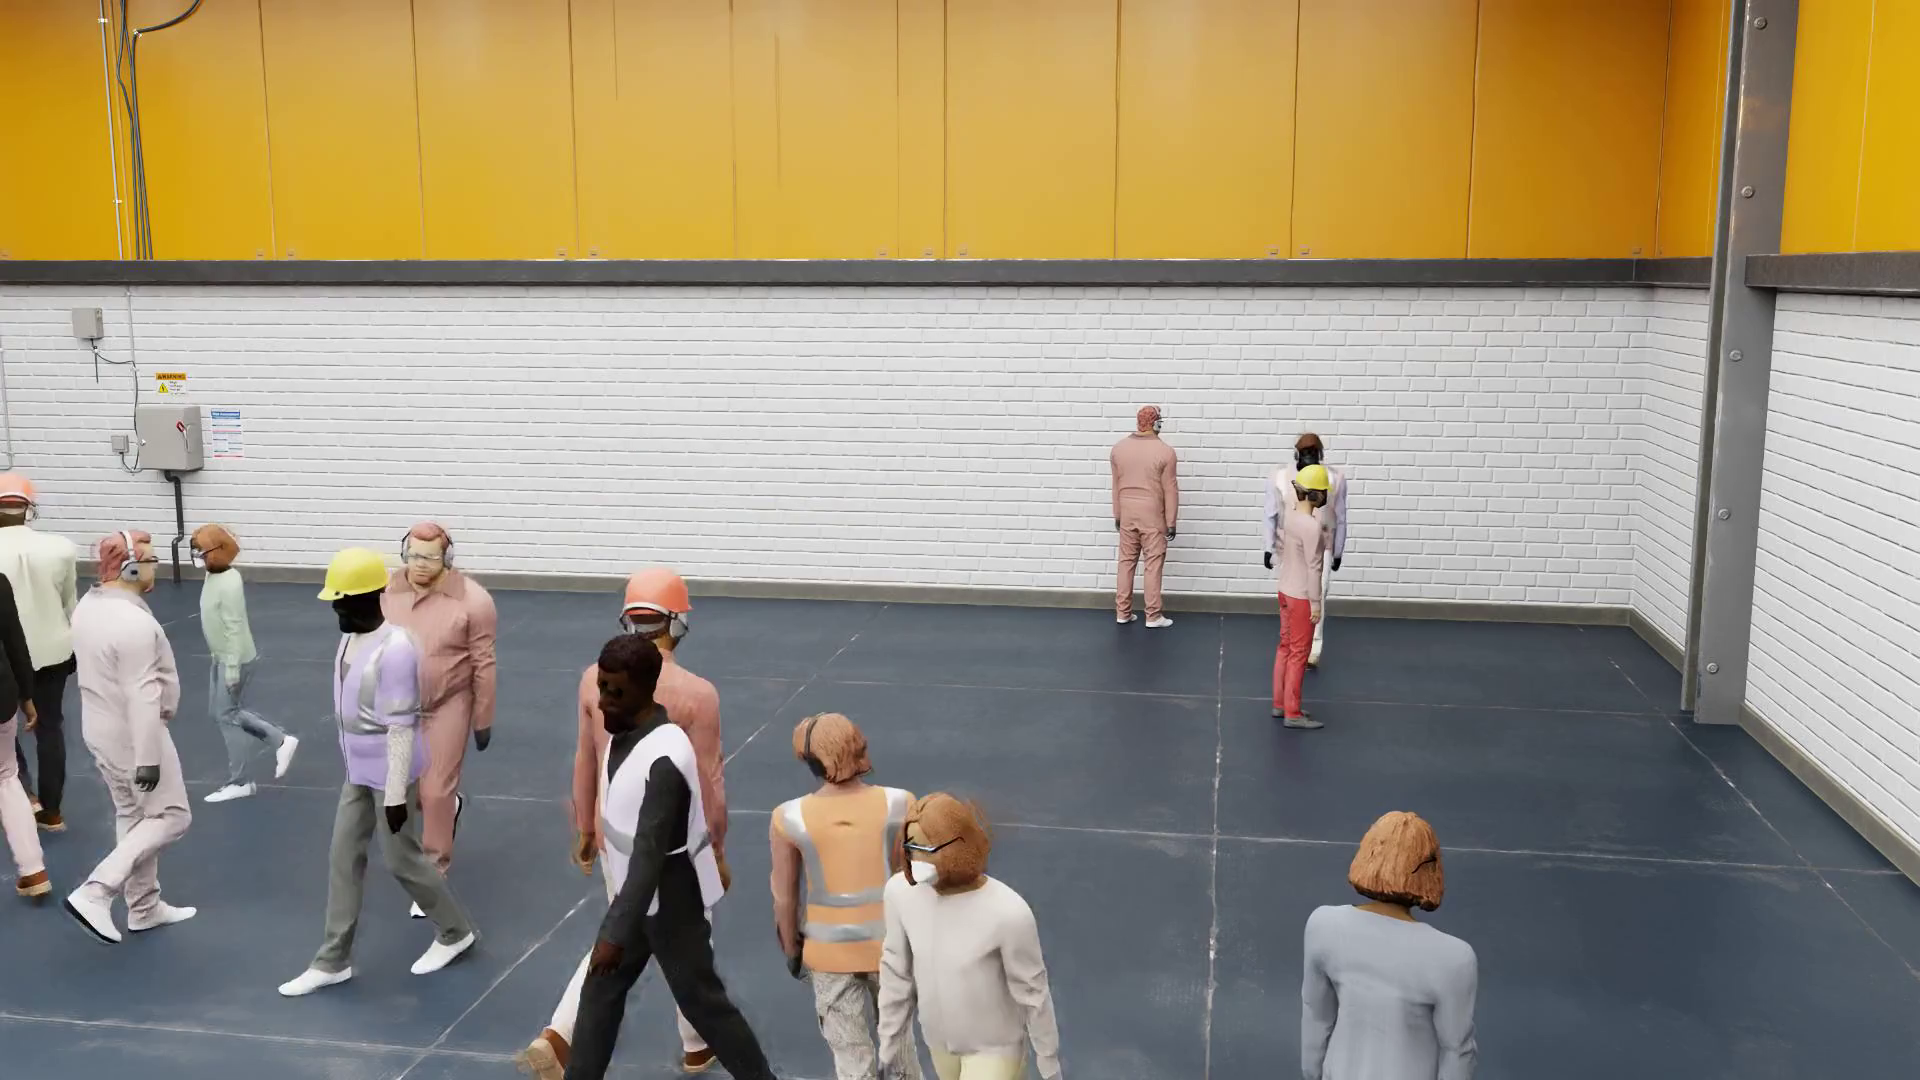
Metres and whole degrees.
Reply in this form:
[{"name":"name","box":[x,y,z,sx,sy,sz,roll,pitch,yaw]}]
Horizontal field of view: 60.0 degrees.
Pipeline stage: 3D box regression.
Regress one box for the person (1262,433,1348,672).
[{"name":"person","box":[2.628,0.082,12.741,0.622,1.794,0.963,3,10,17]}]

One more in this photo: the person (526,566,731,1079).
[{"name":"person","box":[-1.180,1.088,6.065,0.657,1.959,0.818,4,10,25]}]

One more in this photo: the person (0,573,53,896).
[{"name":"person","box":[-4.667,0.814,7.760,0.424,1.970,0.652,7,12,38]}]

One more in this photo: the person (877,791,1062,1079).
[{"name":"person","box":[0.028,1.477,4.824,0.527,1.577,0.916,7,12,37]}]

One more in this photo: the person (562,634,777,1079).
[{"name":"person","box":[-1.033,1.217,5.590,0.987,1.863,0.589,-5,11,-29]}]

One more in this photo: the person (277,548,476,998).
[{"name":"person","box":[-2.466,0.961,7.024,0.812,1.898,0.603,-8,12,-41]}]

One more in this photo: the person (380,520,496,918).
[{"name":"person","box":[-2.544,0.807,8.044,0.681,1.871,0.761,1,9,6]}]

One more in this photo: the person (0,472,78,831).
[{"name":"person","box":[-5.036,0.615,8.951,0.430,1.964,0.615,9,13,43]}]

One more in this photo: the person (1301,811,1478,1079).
[{"name":"person","box":[1.124,1.520,4.424,0.492,1.624,0.309,9,13,44]}]

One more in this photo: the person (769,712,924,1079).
[{"name":"person","box":[-0.341,1.349,5.486,0.555,1.603,0.633,-1,9,-8]}]

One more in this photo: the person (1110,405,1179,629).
[{"name":"person","box":[1.589,-0.198,14.162,0.645,1.903,0.401,7,11,36]}]

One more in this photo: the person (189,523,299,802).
[{"name":"person","box":[-4.129,0.686,9.574,0.483,1.613,0.544,-7,11,-36]}]

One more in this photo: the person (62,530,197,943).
[{"name":"person","box":[-3.762,0.896,7.459,0.648,1.890,0.528,8,12,42]}]

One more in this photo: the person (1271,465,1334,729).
[{"name":"person","box":[2.297,0.373,11.076,0.348,1.758,0.521,-1,9,-9]}]
